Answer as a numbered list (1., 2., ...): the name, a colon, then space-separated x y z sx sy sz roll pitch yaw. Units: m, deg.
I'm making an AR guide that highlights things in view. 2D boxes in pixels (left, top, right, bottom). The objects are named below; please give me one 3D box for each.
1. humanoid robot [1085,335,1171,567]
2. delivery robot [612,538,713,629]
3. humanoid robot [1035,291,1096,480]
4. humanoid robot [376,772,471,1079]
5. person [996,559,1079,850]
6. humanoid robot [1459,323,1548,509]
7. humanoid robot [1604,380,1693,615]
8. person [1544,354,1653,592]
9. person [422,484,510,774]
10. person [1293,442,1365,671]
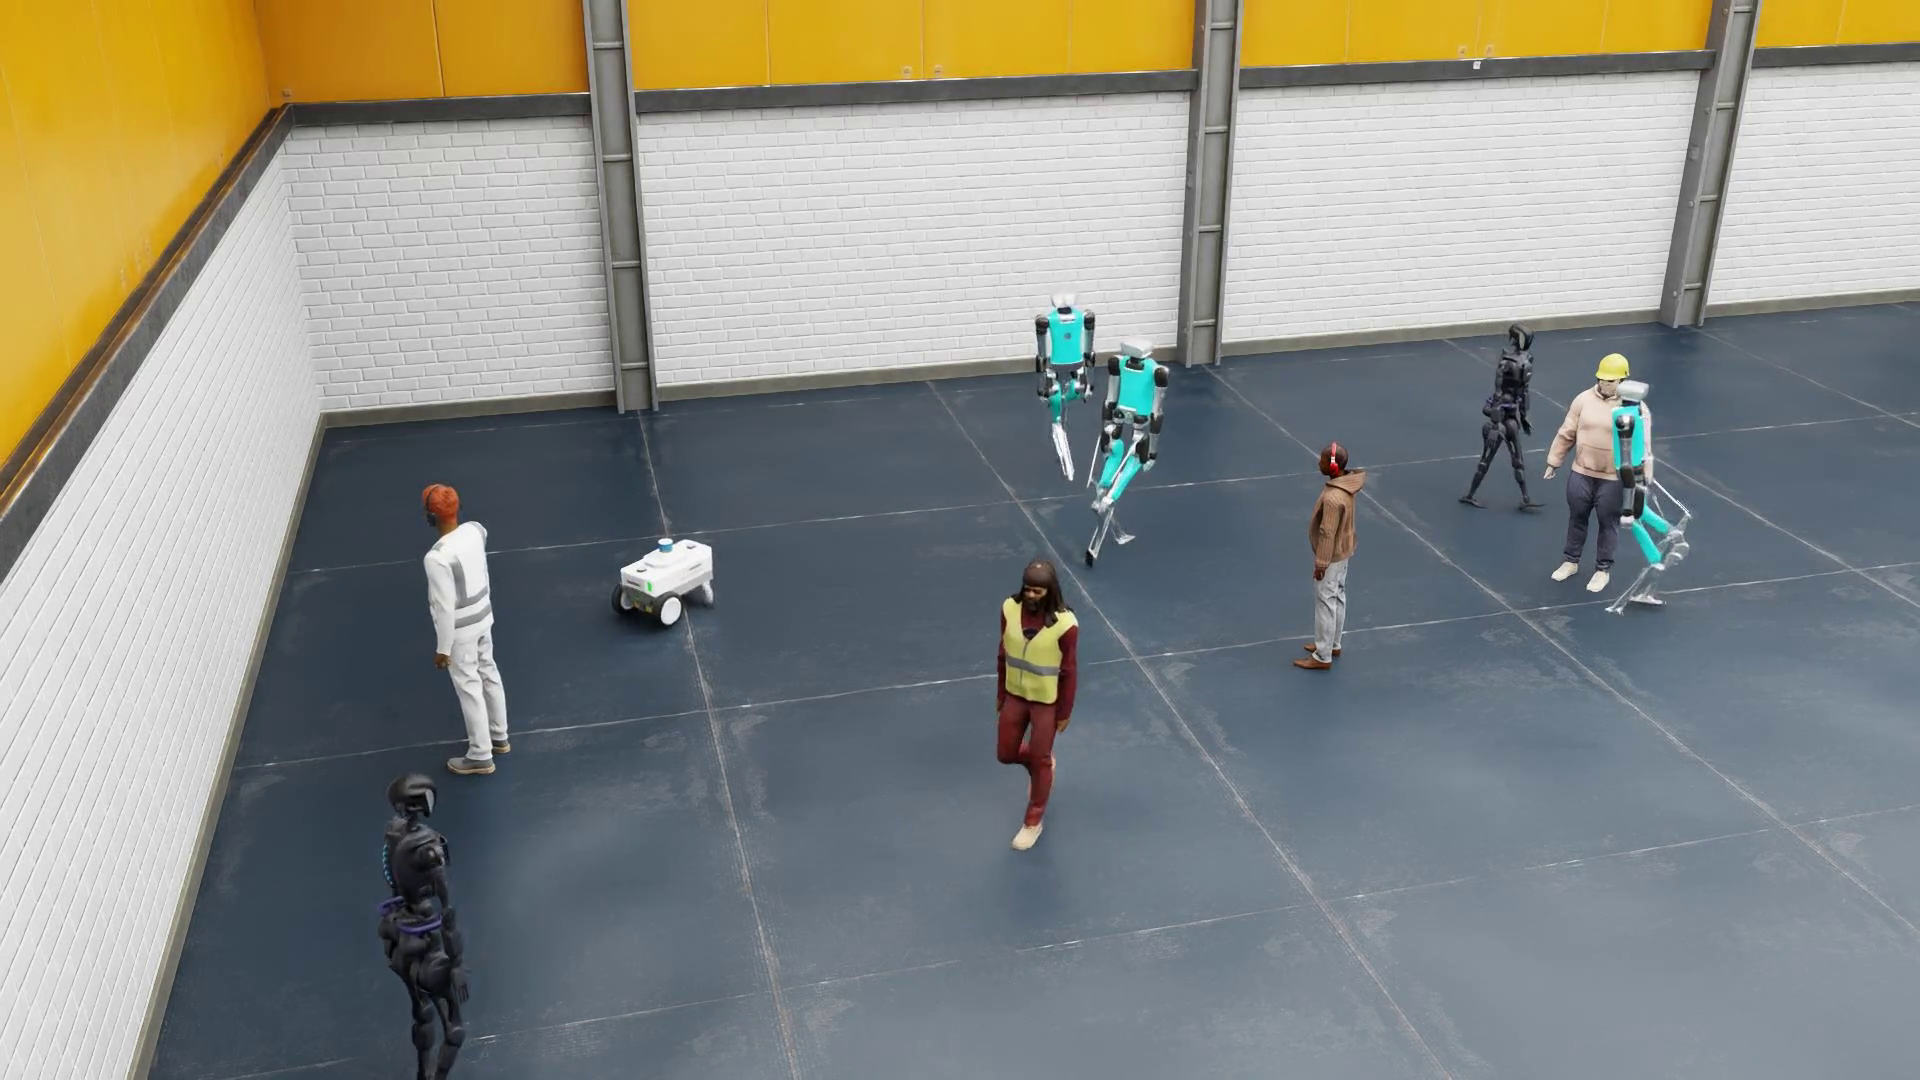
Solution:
1. humanoid robot: 1.182 -0.652 13.044 0.549 1.767 0.977 16 28 32
2. delivery robot: -2.183 0.303 12.339 0.523 0.613 0.784 16 28 32
3. humanoid robot: 0.938 -1.463 14.882 0.546 1.757 1.013 1 24 3
4. humanoid robot: -2.436 1.819 7.487 0.596 1.646 0.407 22 32 40
5. person: 0.447 0.897 9.475 0.490 1.755 0.523 13 27 27
6. humanoid robot: 4.629 -1.006 13.921 0.698 1.631 0.588 21 32 40
7. humanoid robot: 5.083 -0.264 12.146 0.828 1.763 0.536 10 26 22
8. person: 4.851 -0.526 12.590 0.790 1.859 0.428 18 30 36
9. person: -3.027 0.543 10.127 0.355 1.881 0.574 6 24 12
10. person: 2.544 0.114 11.393 0.327 1.648 0.462 11 26 23
